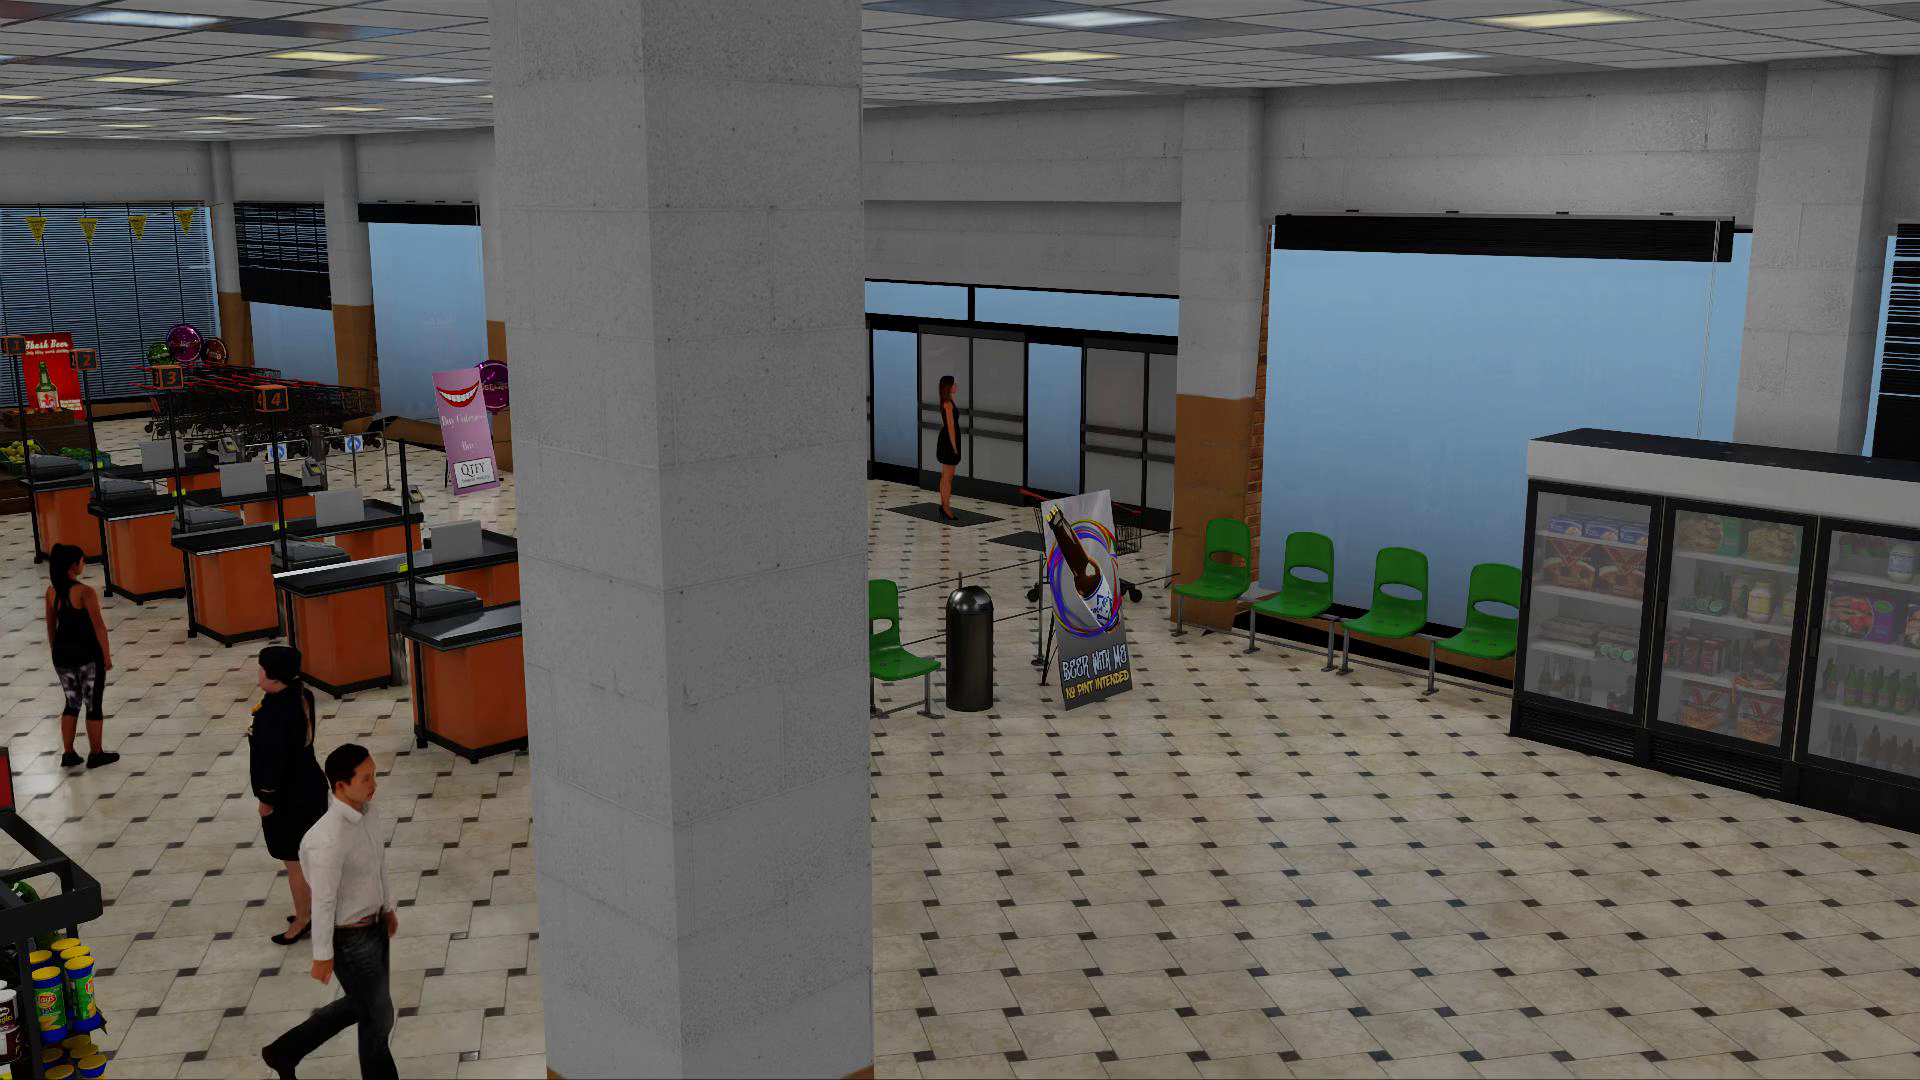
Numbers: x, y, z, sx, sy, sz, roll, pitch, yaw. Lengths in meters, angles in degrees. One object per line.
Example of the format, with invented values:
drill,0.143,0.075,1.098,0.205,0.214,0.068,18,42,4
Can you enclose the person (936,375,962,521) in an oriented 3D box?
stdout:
person,-0.143,-1.165,21.033,0.699,1.835,0.665,-2,12,-8

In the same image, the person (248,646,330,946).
person,-3.707,1.405,9.224,0.857,1.671,0.798,0,12,0

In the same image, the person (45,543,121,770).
person,-6.371,0.826,11.964,0.700,1.676,0.730,3,12,13

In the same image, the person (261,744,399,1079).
person,-2.767,1.747,7.324,1.106,1.785,1.034,0,12,-1
